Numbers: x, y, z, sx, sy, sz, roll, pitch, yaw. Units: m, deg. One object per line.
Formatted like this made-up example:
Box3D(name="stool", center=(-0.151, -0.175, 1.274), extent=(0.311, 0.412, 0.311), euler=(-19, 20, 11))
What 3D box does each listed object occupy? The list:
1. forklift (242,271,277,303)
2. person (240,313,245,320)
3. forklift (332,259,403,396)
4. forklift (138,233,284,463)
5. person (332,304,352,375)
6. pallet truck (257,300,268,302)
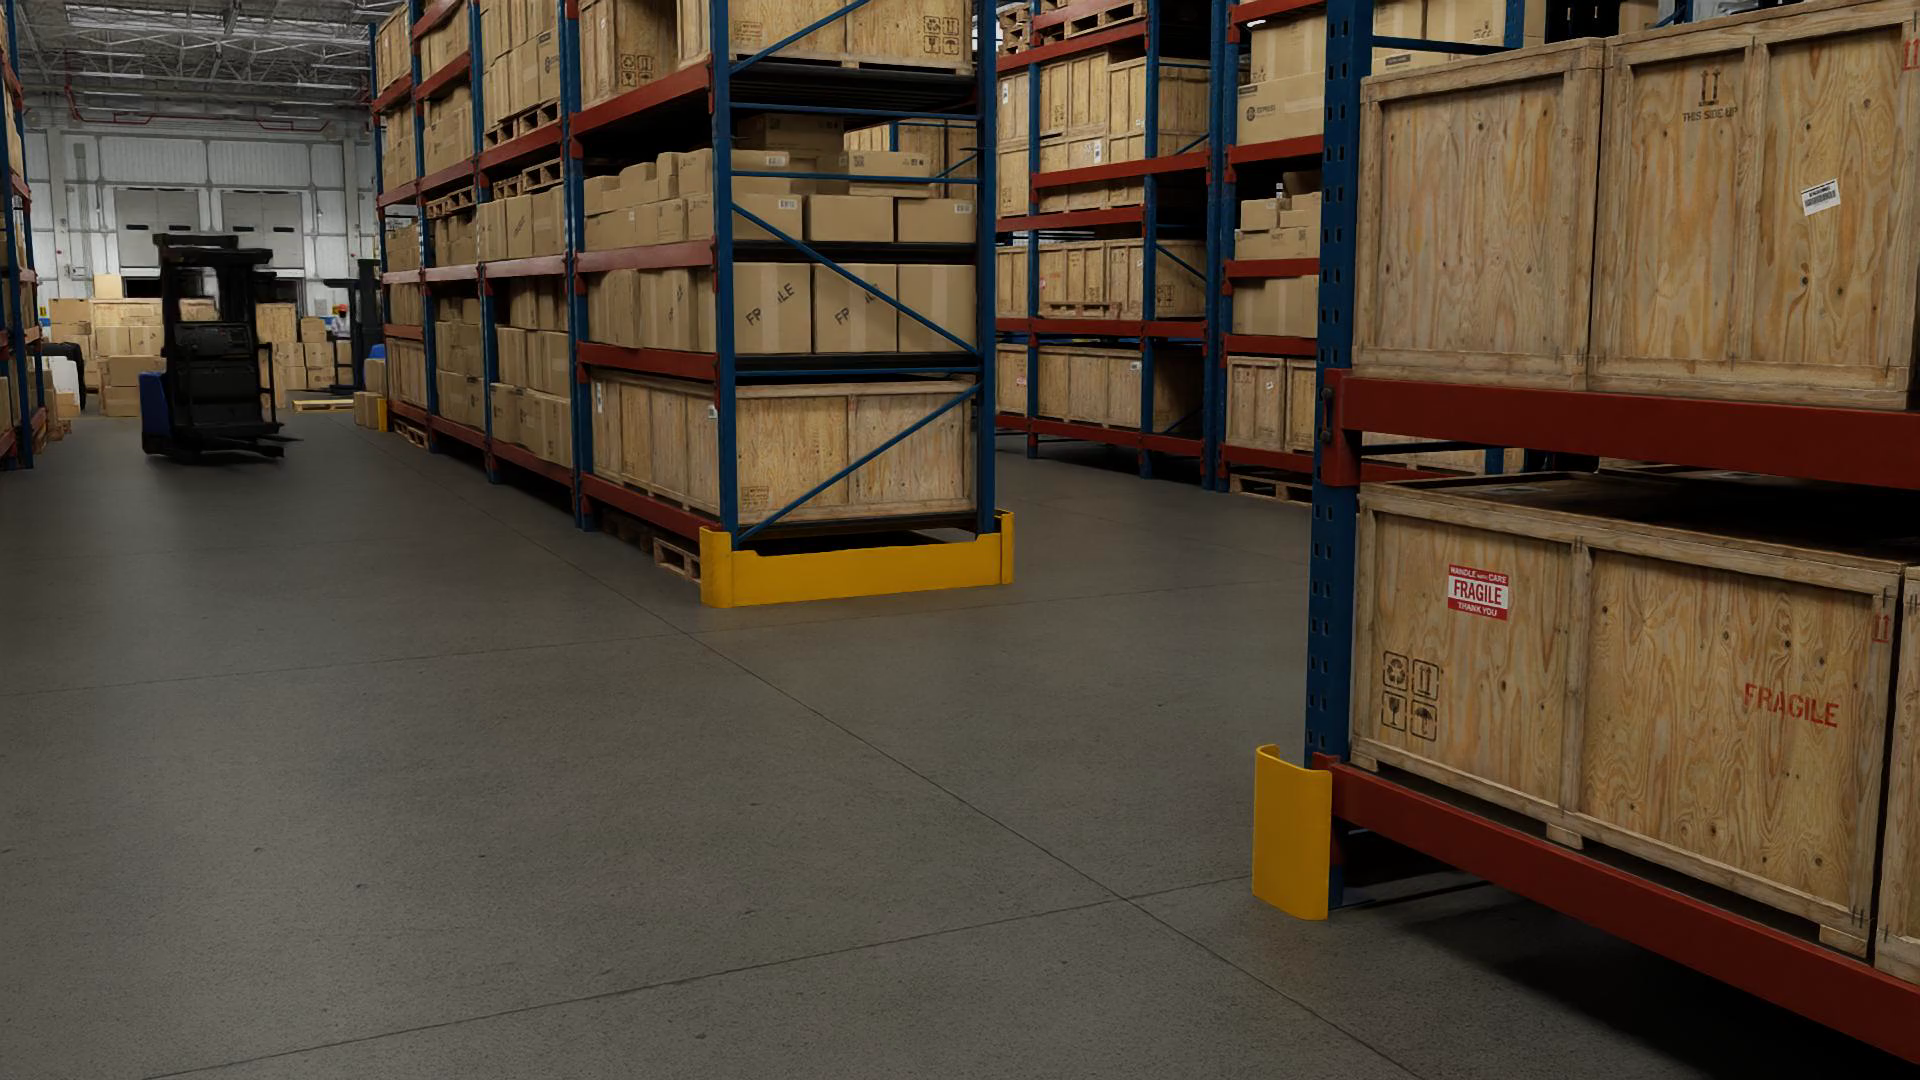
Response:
Box3D(name="forklift", center=(-20.652, -6.547, 49.238), extent=(1.873, 2.768, 1.129), euler=(6, 10, 37))
Box3D(name="person", center=(-20.637, -5.789, 47.284), extent=(0.629, 1.931, 0.383), euler=(0, 8, 0))
Box3D(name="forklift", center=(-11.779, -4.338, 34.003), extent=(1.873, 2.768, 1.129), euler=(3, 9, 23))
Box3D(name="forklift", center=(-9.539, -2.444, 20.939), extent=(1.129, 2.768, 1.873), euler=(-8, 12, -44))
Box3D(name="person", center=(-16.171, -5.241, 43.680), extent=(0.563, 1.885, 1.012), euler=(-7, 11, -41))
Box3D(name="pallet truck", center=(-23.913, -7.404, 58.171), extent=(1.885, 1.965, 0.823), euler=(-1, 8, -9))
